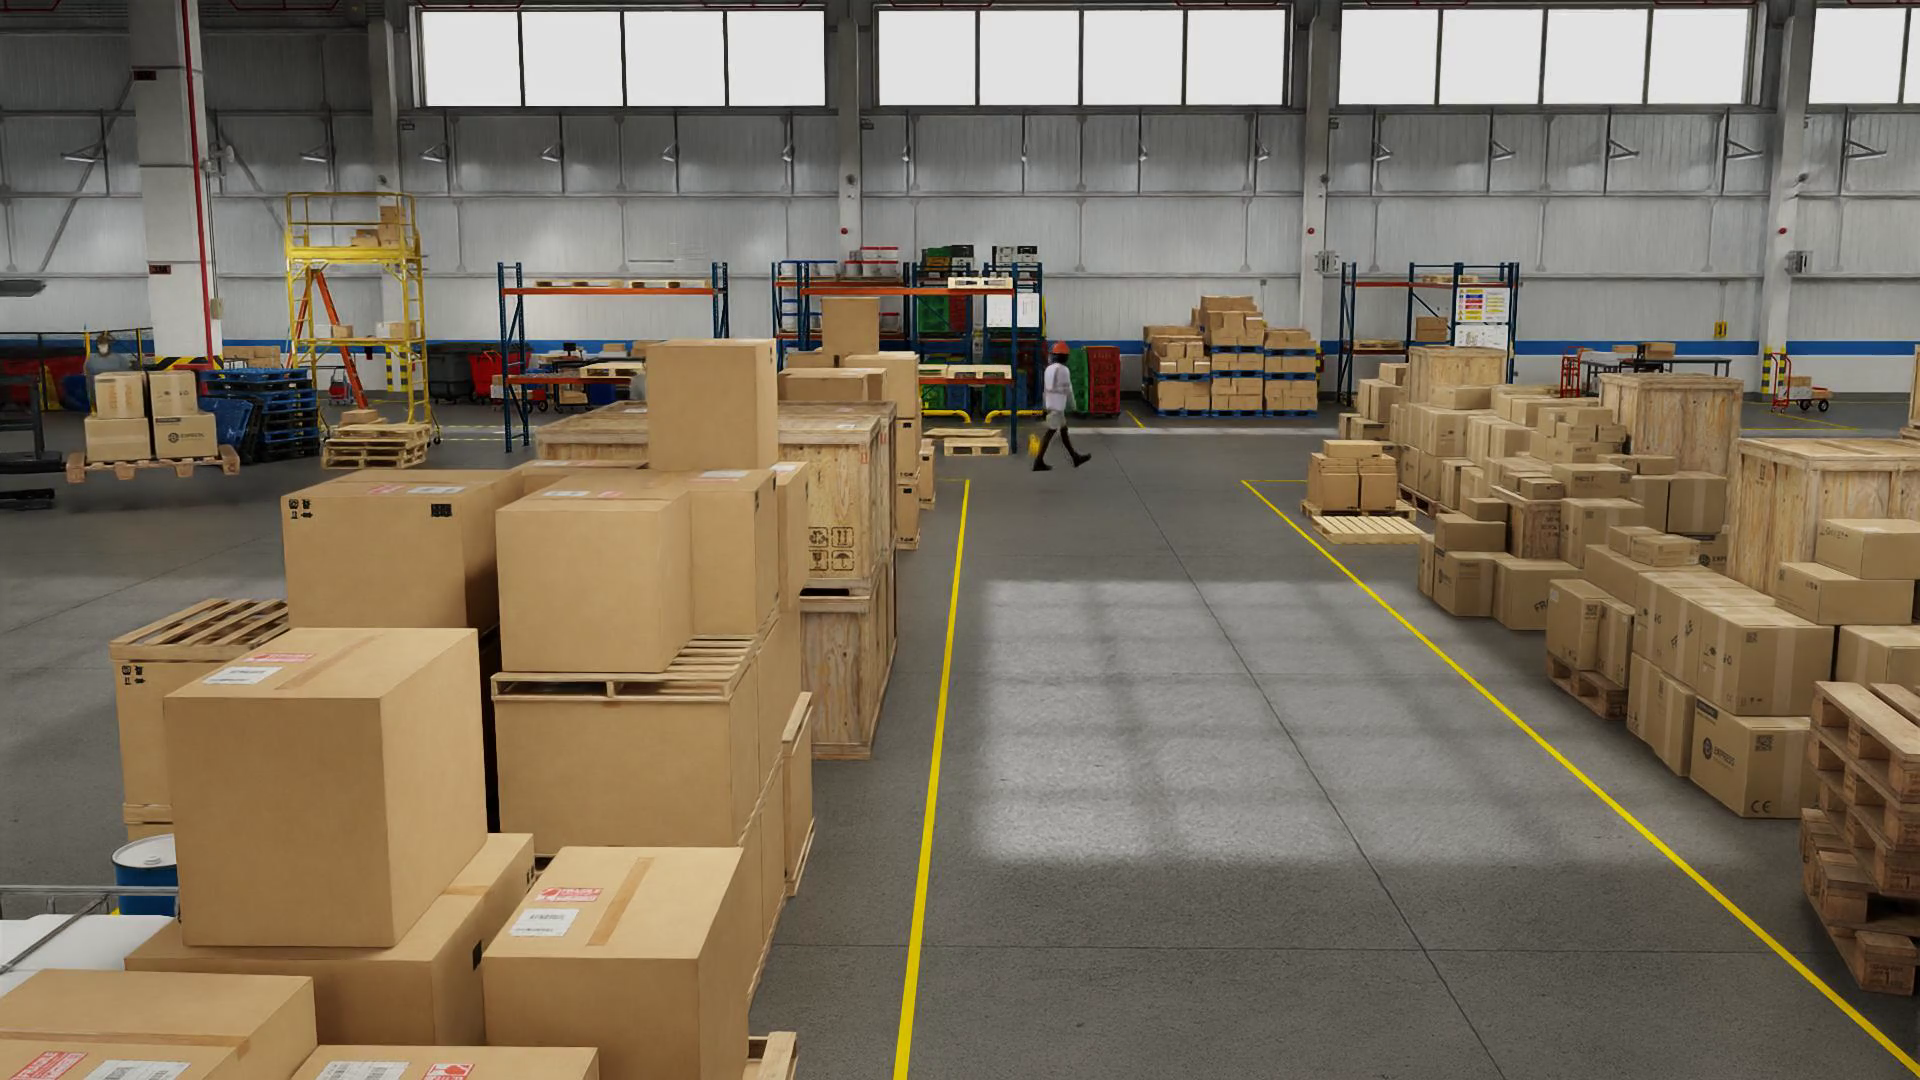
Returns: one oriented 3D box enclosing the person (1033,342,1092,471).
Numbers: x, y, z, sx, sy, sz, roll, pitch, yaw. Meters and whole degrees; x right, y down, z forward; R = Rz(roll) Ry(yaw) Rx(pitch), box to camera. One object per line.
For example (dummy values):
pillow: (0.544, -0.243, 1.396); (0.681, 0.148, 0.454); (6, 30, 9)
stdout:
person: (1.496, -1.955, 24.352); (1.029, 1.869, 0.551); (-4, 10, -21)

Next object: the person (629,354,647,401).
person: (-3.981, -1.485, 21.499); (0.652, 1.883, 1.014); (1, 10, 6)

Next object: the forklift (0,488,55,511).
forklift: (-12.138, -1.745, 20.087); (1.873, 2.768, 1.129); (-5, 11, -26)

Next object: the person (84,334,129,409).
person: (-13.216, -2.228, 25.829); (0.645, 1.929, 0.539); (-4, 10, -21)
